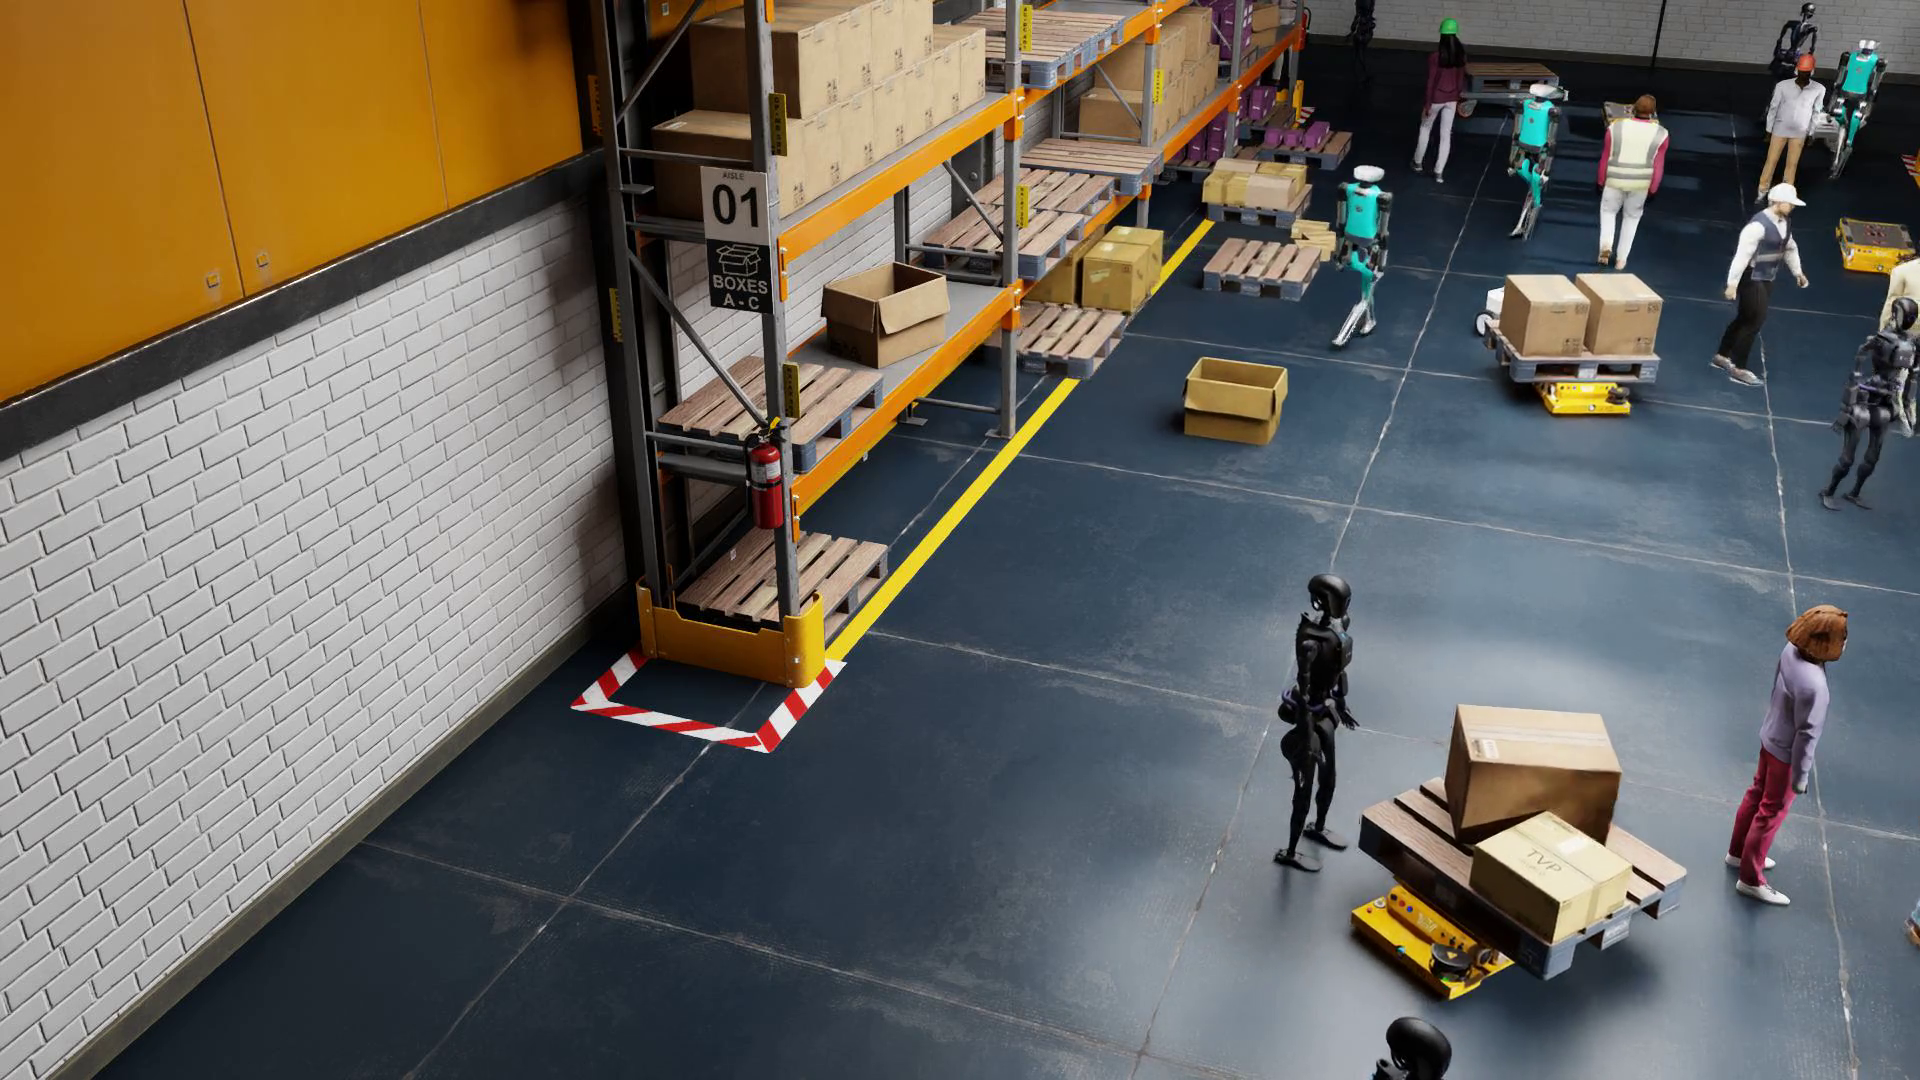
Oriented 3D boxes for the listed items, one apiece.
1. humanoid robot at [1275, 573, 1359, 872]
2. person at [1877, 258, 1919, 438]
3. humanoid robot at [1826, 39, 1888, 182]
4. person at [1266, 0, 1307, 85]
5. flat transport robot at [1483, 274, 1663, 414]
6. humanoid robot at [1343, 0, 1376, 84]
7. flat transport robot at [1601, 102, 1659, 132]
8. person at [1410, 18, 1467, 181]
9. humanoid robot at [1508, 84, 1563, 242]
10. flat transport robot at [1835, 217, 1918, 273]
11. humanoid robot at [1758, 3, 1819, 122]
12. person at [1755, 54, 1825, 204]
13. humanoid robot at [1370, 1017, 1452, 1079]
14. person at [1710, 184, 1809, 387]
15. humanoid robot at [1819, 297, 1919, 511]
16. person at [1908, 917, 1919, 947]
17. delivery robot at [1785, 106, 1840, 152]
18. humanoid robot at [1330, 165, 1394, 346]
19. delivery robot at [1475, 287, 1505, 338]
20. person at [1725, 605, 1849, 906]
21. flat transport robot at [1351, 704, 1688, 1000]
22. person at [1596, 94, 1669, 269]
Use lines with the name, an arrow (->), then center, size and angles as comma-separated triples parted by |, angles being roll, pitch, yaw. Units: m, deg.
humanoid robot -> 1.823, 0.915, 8.430 | 0.350, 1.652, 0.601 | 17, 32, 30
person -> 7.823, -1.778, 13.631 | 0.608, 1.708, 0.818 | 2, 27, 3
humanoid robot -> 10.987, -5.286, 20.440 | 0.564, 1.763, 0.992 | 20, 34, 34
person -> 4.958, -7.916, 25.287 | 0.628, 1.939, 0.373 | -9, 29, -16
flat transport robot -> 5.301, -1.461, 14.584 | 0.659, 0.231, 1.431 | 0, 27, 0
humanoid robot -> 6.131, -7.730, 25.235 | 0.486, 1.642, 0.601 | 21, 34, 35
flat transport robot -> 9.248, -5.782, 22.967 | 0.659, 0.231, 1.431 | 8, 28, 14
person -> 5.940, -5.475, 20.580 | 0.500, 1.914, 0.922 | 1, 27, 1
humanoid robot -> 6.301, -4.026, 18.085 | 0.743, 1.896, 0.567 | -22, 34, -36
flat transport robot -> 9.835, -3.159, 17.878 | 0.659, 0.231, 1.431 | 10, 29, 19
humanoid robot -> 11.541, -6.645, 23.175 | 0.798, 1.628, 0.621 | -19, 33, -32
person -> 9.690, -4.780, 19.401 | 0.560, 1.752, 0.325 | 9, 29, 18
humanoid robot -> 1.567, 2.282, 5.819 | 0.606, 1.641, 0.619 | 19, 33, 32
person -> 6.975, -2.251, 14.522 | 0.734, 1.730, 0.585 | -20, 34, -34
humanoid robot -> 6.679, -0.993, 12.138 | 0.592, 1.646, 0.337 | -4, 28, -8
person -> 4.773, 1.328, 7.356 | 0.612, 1.932, 1.057 | -6, 28, -11
delivery robot -> 11.269, -5.437, 22.004 | 0.814, 0.611, 0.499 | 7, 28, 12
humanoid robot -> 3.778, -2.620, 15.265 | 0.537, 1.739, 1.022 | 21, 34, 35
delivery robot -> 5.230, -2.100, 15.533 | 0.525, 0.614, 0.785 | -17, 32, -29
person -> 4.102, 1.042, 8.236 | 0.279, 1.632, 0.506 | 5, 28, 10
flat transport robot -> 2.708, 1.779, 8.300 | 1.431, 0.231, 0.659 | -16, 31, -28
person -> 6.904, -3.673, 17.176 | 0.637, 1.821, 0.526 | 10, 29, 19
